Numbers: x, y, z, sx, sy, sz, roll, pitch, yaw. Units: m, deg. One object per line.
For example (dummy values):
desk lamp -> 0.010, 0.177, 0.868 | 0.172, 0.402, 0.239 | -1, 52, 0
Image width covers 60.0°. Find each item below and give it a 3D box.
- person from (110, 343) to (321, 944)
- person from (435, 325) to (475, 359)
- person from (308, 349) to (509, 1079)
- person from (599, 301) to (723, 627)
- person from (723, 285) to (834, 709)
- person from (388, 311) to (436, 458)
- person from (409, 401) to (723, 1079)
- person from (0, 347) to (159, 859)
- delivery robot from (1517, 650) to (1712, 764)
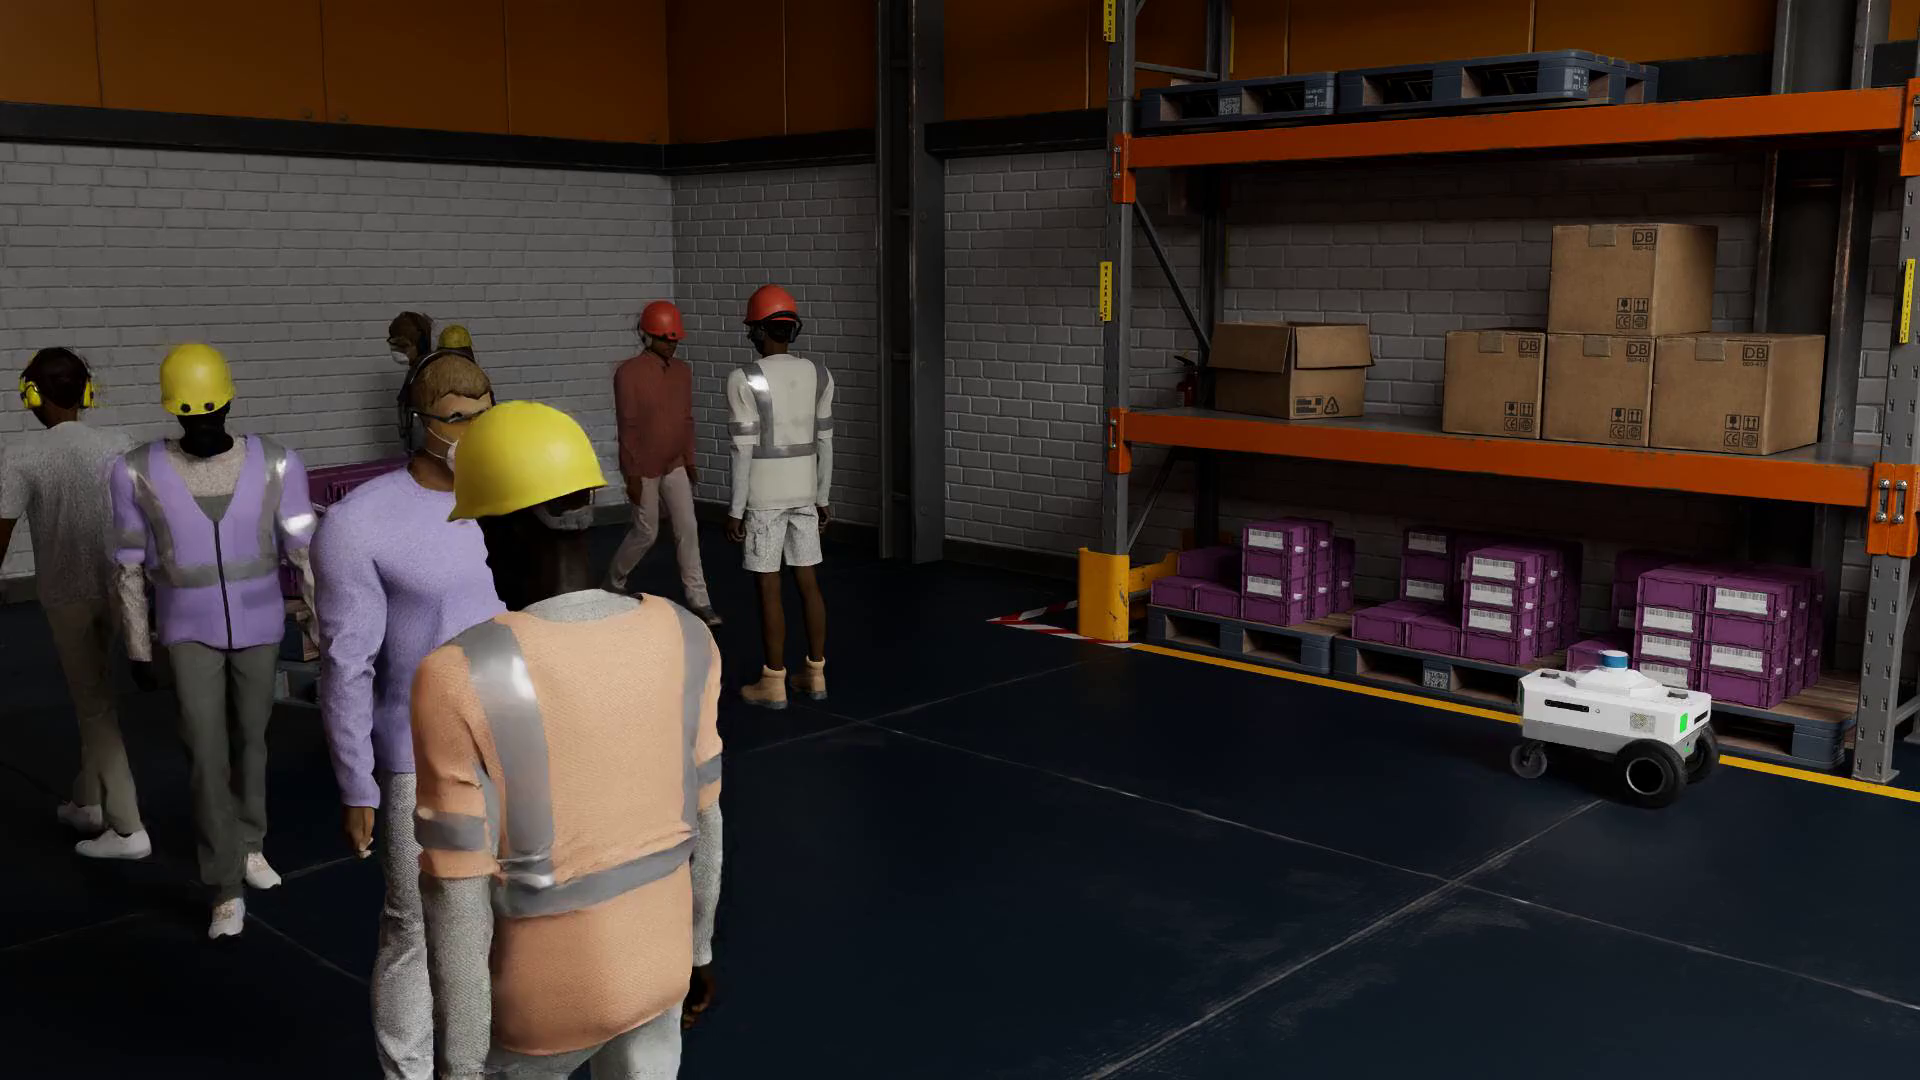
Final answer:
person -> -2.356, 0.310, 5.386 | 0.622, 1.872, 0.888 | -6, 11, -31
person -> -3.400, -0.587, 11.321 | 0.486, 1.744, 0.290 | 4, 10, 22
person -> -1.180, 0.523, 3.921 | 0.356, 1.937, 0.638 | 8, 12, 41
person -> -1.839, -0.452, 9.902 | 0.845, 1.946, 0.680 | 6, 11, 31
person -> -0.896, -0.208, 8.081 | 0.615, 2.041, 0.392 | -9, 13, -42
person -> -2.860, -0.323, 9.256 | 0.556, 1.894, 0.667 | -2, 10, -15
person -> -0.650, 0.721, 2.800 | 0.500, 1.901, 0.622 | 8, 12, 41
person -> -3.249, 0.229, 6.025 | 0.784, 1.829, 0.553 | 5, 10, 27
delivery robot -> 2.663, 0.695, 6.807 | 0.707, 0.478, 0.477 | 8, 12, 40
